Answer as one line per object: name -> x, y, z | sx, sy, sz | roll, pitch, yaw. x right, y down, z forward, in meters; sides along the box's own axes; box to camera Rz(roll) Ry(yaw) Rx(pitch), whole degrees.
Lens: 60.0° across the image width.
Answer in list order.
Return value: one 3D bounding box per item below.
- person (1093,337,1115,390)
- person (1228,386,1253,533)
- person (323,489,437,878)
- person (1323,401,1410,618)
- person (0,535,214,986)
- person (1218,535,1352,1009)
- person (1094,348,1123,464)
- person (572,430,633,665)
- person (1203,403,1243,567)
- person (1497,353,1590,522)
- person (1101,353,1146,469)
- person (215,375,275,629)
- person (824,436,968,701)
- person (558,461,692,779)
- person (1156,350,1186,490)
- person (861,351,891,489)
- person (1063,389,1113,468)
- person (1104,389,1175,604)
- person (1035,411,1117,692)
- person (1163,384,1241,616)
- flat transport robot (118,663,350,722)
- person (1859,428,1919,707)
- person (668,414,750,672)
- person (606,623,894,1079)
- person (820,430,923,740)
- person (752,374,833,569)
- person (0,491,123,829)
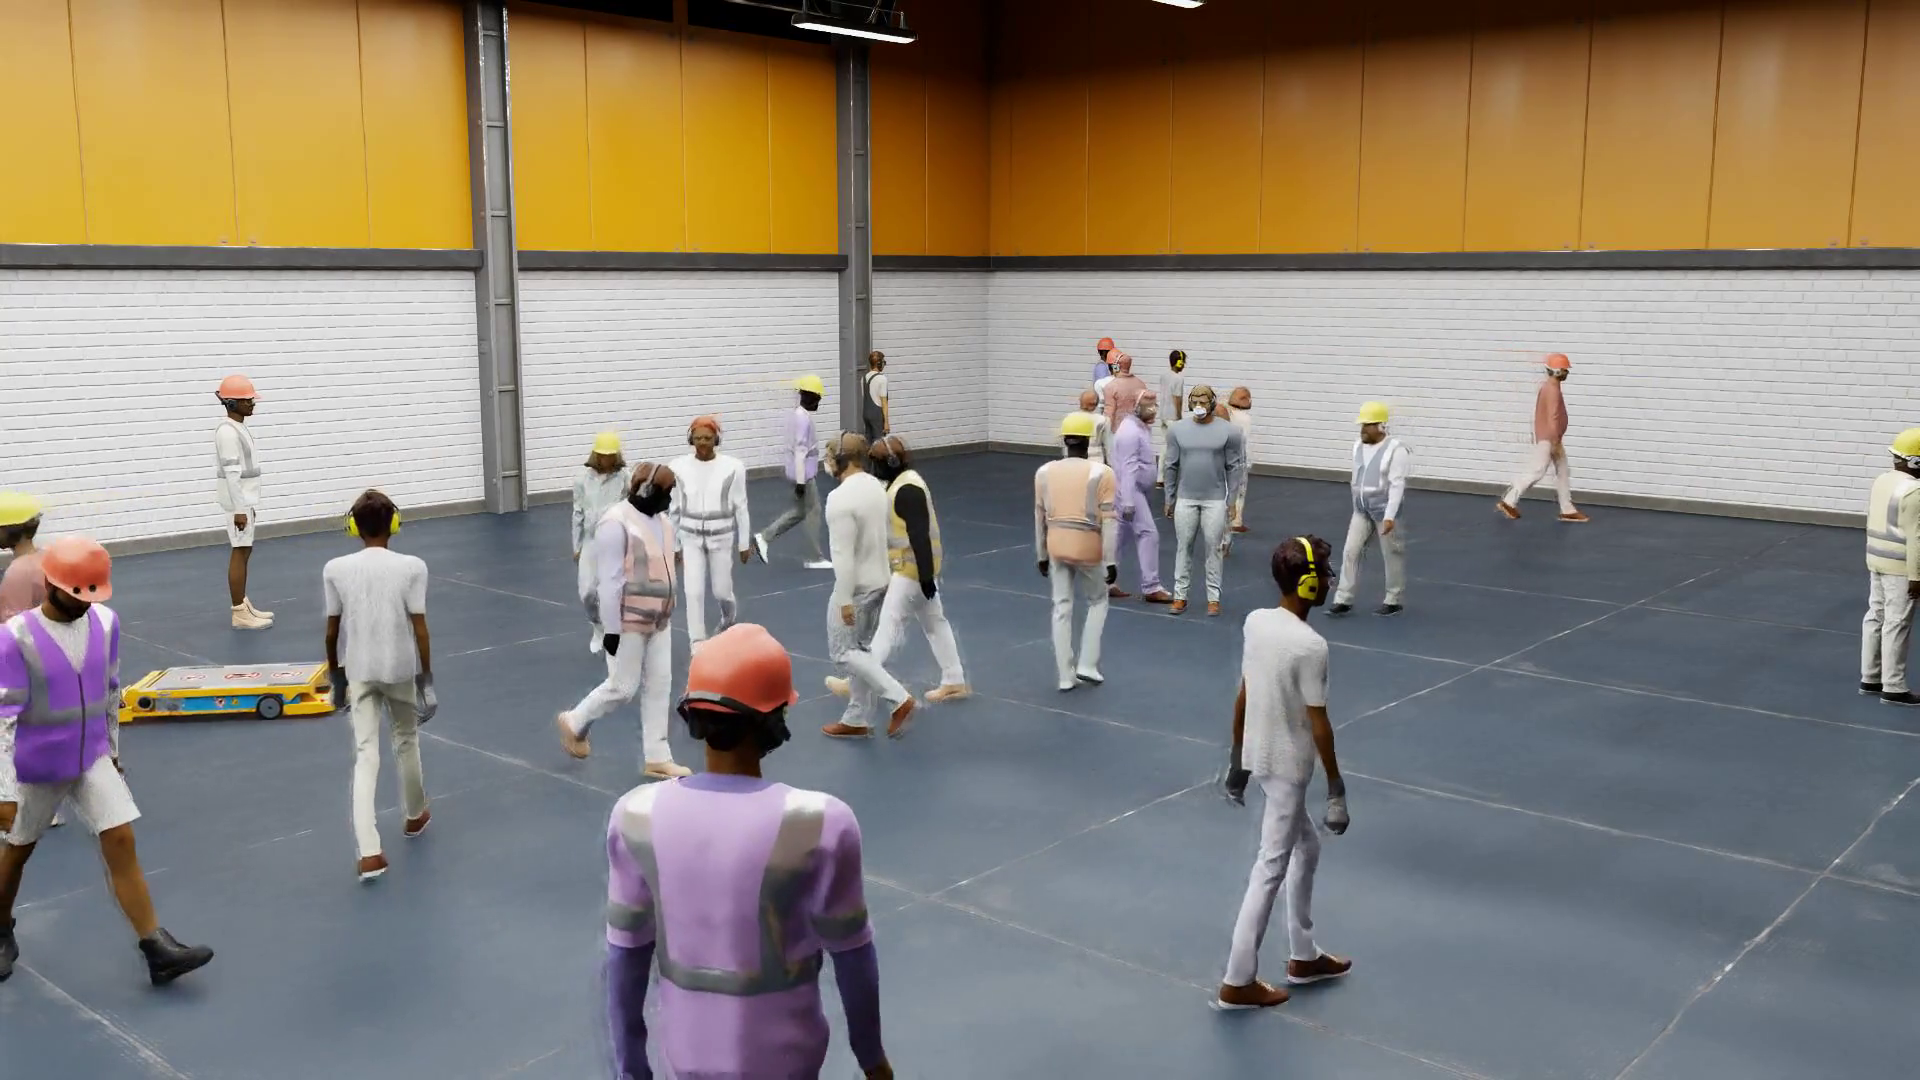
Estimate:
person -> 2.100, -1.962, 24.101 | 0.359, 1.938, 0.545 | 0, 9, 1
person -> 3.009, -0.874, 18.243 | 0.415, 1.622, 0.518 | -5, 10, -29
person -> -2.804, 0.664, 8.058 | 0.533, 1.803, 0.992 | -2, 9, -10
person -> 3.355, -0.228, 13.640 | 0.799, 1.796, 0.608 | -7, 11, -37
person -> -3.533, 0.876, 6.583 | 0.945, 1.870, 0.626 | 5, 10, 28
person -> 1.346, 0.895, 6.426 | 0.783, 1.842, 0.568 | -3, 10, -18
person -> 1.908, -1.382, 20.446 | 0.545, 1.942, 0.350 | -1, 9, -6
person -> -2.570, 0.049, 12.118 | 0.502, 1.725, 0.413 | 0, 9, -2
person -> 2.562, -0.568, 16.395 | 0.503, 1.601, 0.814 | 6, 11, 34
person -> 6.736, -1.178, 19.138 | 0.987, 1.961, 0.626 | 3, 10, 18
person -> 1.918, -1.271, 19.846 | 0.641, 1.913, 0.407 | -8, 12, -40
person -> -5.753, -0.304, 13.362 | 0.374, 2.043, 0.614 | -3, 10, -18
person -> -0.396, 0.210, 10.982 | 1.001, 1.778, 0.669 | -1, 9, -4
person -> -1.891, 0.448, 9.404 | 0.769, 1.800, 0.664 | 4, 10, 23
person -> 2.815, -1.584, 22.007 | 0.378, 1.850, 0.522 | -4, 10, -26
person -> -1.116, -1.583, 22.060 | 0.340, 1.838, 0.503 | -7, 11, -37
person -> 1.373, -0.808, 17.826 | 0.537, 1.623, 0.381 | 2, 9, 11
person -> 1.560, -0.371, 14.363 | 0.845, 1.855, 0.714 | 2, 9, 14
person -> 0.814, 0.076, 11.379 | 0.622, 1.908, 0.531 | 4, 10, 24
person -> 2.007, -0.331, 13.858 | 0.635, 1.937, 0.352 | 2, 9, 15
flat transport robot -> -4.764, 0.980, 10.842 | 1.431, 0.197, 0.652 | -1, 9, -9
person -> 6.234, 0.172, 11.028 | 0.404, 1.834, 0.591 | 1, 9, 4
person -> -1.808, -0.007, 12.113 | 0.577, 1.860, 0.746 | 0, 9, 1
person -> -0.492, 1.198, 3.992 | 0.618, 2.024, 0.534 | 3, 10, 19
person -> -0.545, 0.298, 9.975 | 0.621, 1.916, 0.626 | 4, 10, 21
person -> -1.596, -0.654, 16.015 | 0.774, 1.902, 0.589 | -1, 9, -9
person -> -4.653, 0.617, 8.456 | 0.480, 1.751, 0.543 | -2, 9, -15
